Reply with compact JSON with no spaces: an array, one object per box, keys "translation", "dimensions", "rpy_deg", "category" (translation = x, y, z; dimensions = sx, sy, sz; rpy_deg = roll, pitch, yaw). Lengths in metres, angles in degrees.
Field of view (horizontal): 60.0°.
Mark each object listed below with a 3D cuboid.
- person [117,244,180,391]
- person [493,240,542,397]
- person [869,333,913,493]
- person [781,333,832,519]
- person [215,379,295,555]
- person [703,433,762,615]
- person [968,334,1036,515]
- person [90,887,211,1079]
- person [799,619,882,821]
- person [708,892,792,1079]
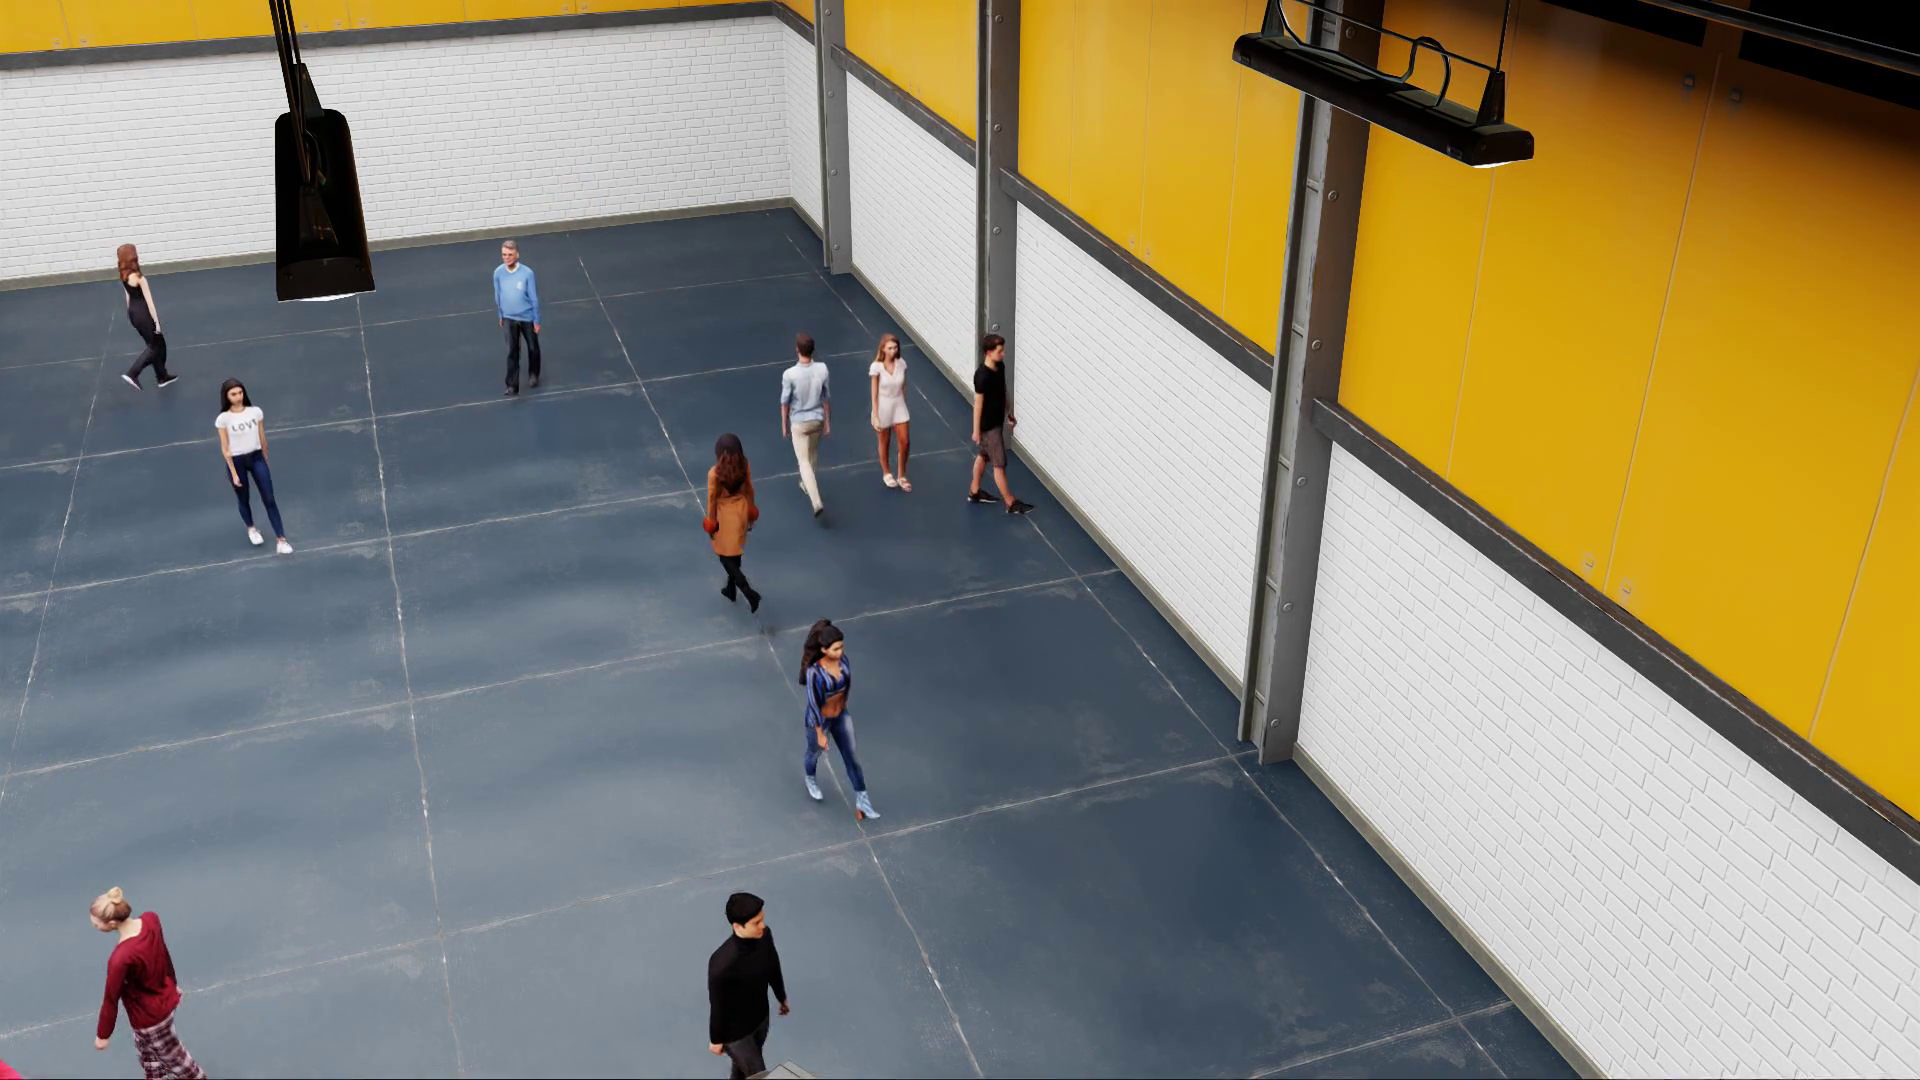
[{"translation":[-9.358,-2.480,18.894],"dimensions":[0.951,1.727,0.975],"rpy_deg":[15,32,26],"category":"person"},{"translation":[-5.005,-2.582,19.022],"dimensions":[0.951,1.782,1.196],"rpy_deg":[1,29,2],"category":"person"},{"translation":[-0.748,-1.322,16.823],"dimensions":[0.571,1.676,0.663],"rpy_deg":[-11,30,-19],"category":"person"},{"translation":[-1.471,-1.103,16.275],"dimensions":[0.680,1.817,1.168],"rpy_deg":[-12,31,-20],"category":"person"},{"translation":[-6.743,-0.709,15.637],"dimensions":[0.811,1.735,1.107],"rpy_deg":[-20,35,-32],"category":"person"},{"translation":[-1.964,-0.115,14.582],"dimensions":[0.862,1.703,1.083],"rpy_deg":[-19,34,-31],"category":"person"},{"translation":[0.225,-1.169,16.373],"dimensions":[1.095,1.837,1.067],"rpy_deg":[10,30,17],"category":"person"},{"translation":[-4.530,2.667,9.497],"dimensions":[0.809,1.688,0.837],"rpy_deg":[-3,29,-5],"category":"person"},{"translation":[-1.020,1.295,12.127],"dimensions":[0.888,1.578,1.099],"rpy_deg":[-24,37,-37],"category":"person"},{"translation":[-1.284,2.674,9.465],"dimensions":[0.917,1.707,0.857],"rpy_deg":[15,32,25],"category":"person"}]
